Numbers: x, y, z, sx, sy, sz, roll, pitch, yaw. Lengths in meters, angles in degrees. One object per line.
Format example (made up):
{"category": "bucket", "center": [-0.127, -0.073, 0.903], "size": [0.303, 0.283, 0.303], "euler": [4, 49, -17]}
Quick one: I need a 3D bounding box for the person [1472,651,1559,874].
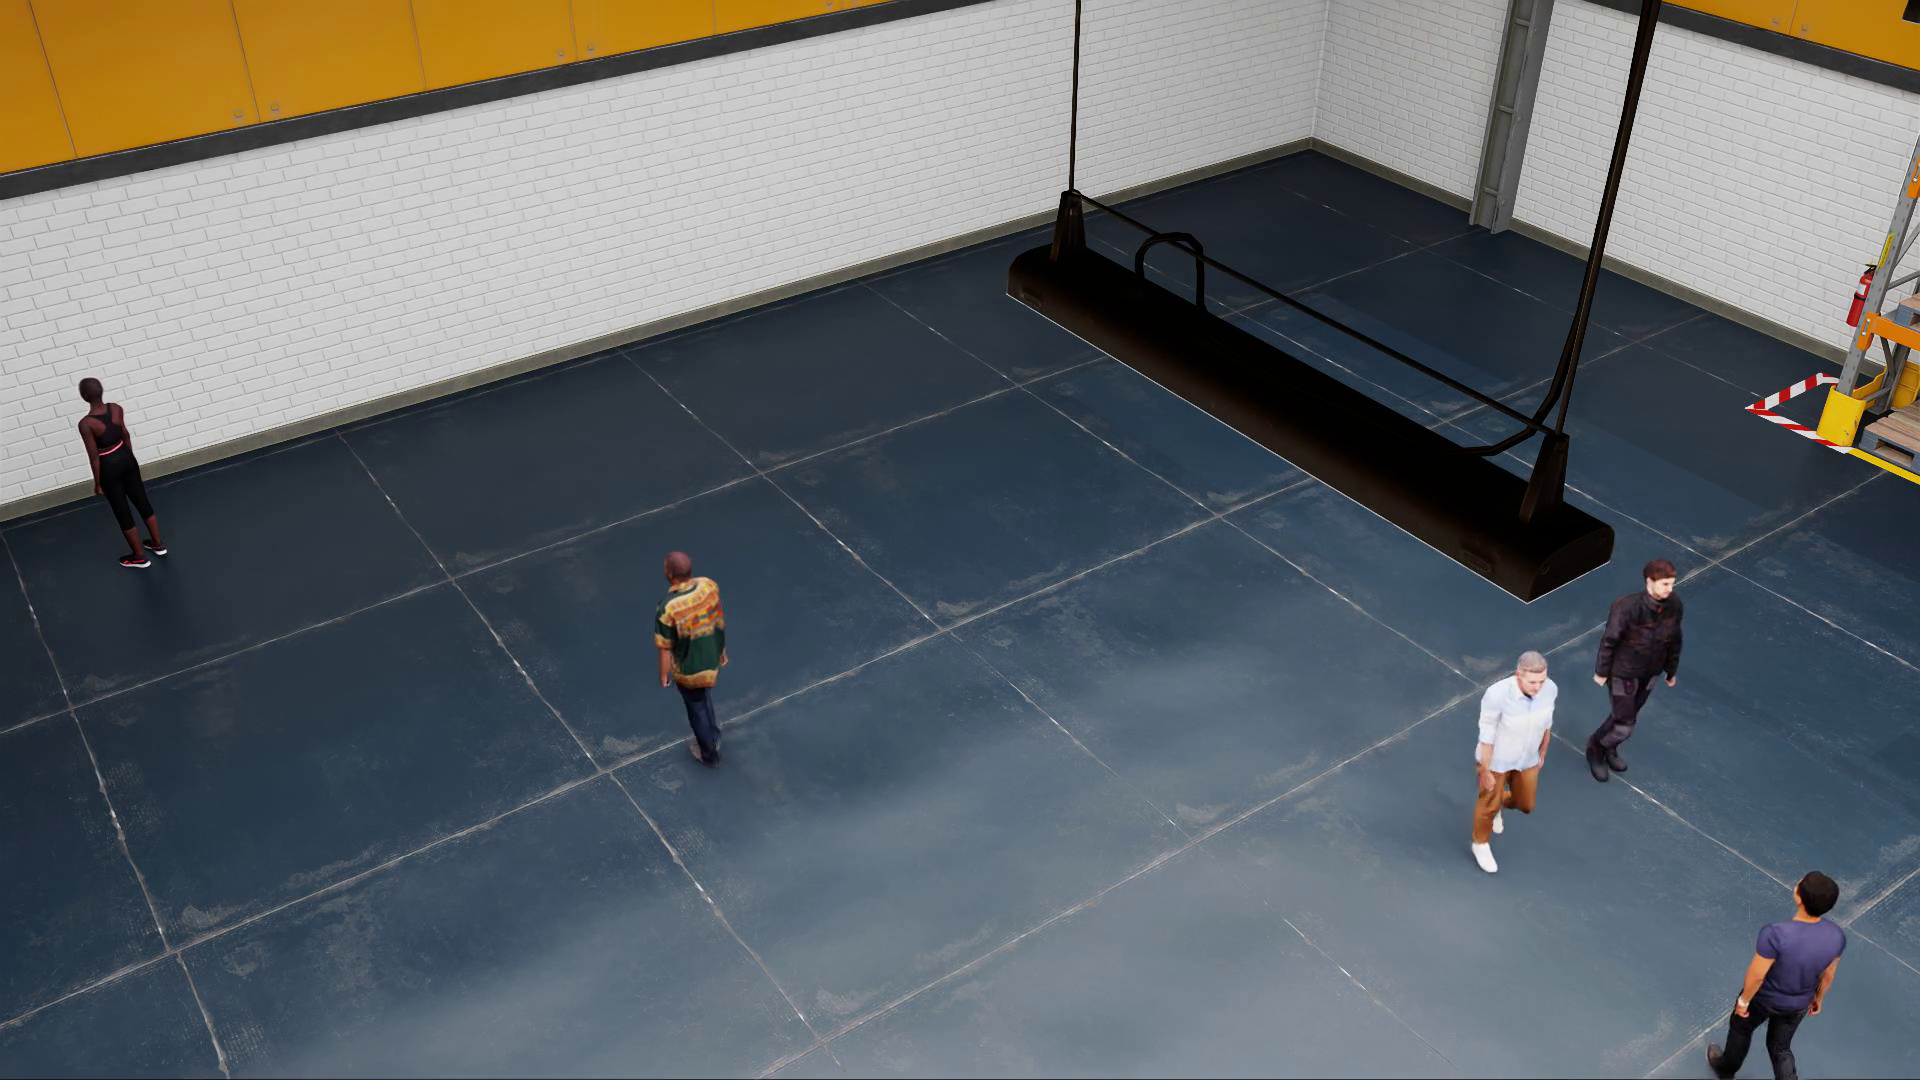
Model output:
{"category": "person", "center": [3.555, 1.361, 10.916], "size": [0.852, 1.803, 0.906], "euler": [-9, 35, -14]}

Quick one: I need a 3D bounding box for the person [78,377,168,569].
{"category": "person", "center": [-7.025, -0.580, 13.876], "size": [0.686, 1.760, 0.664], "euler": [13, 36, 19]}

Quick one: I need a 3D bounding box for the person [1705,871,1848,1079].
{"category": "person", "center": [4.530, 2.573, 9.122], "size": [1.006, 1.770, 1.164], "euler": [-1, 34, -1]}

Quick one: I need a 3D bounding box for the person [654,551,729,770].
{"category": "person", "center": [-1.798, 0.885, 11.643], "size": [0.740, 1.792, 0.750], "euler": [28, 43, 35]}

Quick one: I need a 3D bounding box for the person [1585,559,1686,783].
{"category": "person", "center": [4.664, 0.853, 11.661], "size": [0.788, 1.824, 0.743], "euler": [-13, 36, -19]}
